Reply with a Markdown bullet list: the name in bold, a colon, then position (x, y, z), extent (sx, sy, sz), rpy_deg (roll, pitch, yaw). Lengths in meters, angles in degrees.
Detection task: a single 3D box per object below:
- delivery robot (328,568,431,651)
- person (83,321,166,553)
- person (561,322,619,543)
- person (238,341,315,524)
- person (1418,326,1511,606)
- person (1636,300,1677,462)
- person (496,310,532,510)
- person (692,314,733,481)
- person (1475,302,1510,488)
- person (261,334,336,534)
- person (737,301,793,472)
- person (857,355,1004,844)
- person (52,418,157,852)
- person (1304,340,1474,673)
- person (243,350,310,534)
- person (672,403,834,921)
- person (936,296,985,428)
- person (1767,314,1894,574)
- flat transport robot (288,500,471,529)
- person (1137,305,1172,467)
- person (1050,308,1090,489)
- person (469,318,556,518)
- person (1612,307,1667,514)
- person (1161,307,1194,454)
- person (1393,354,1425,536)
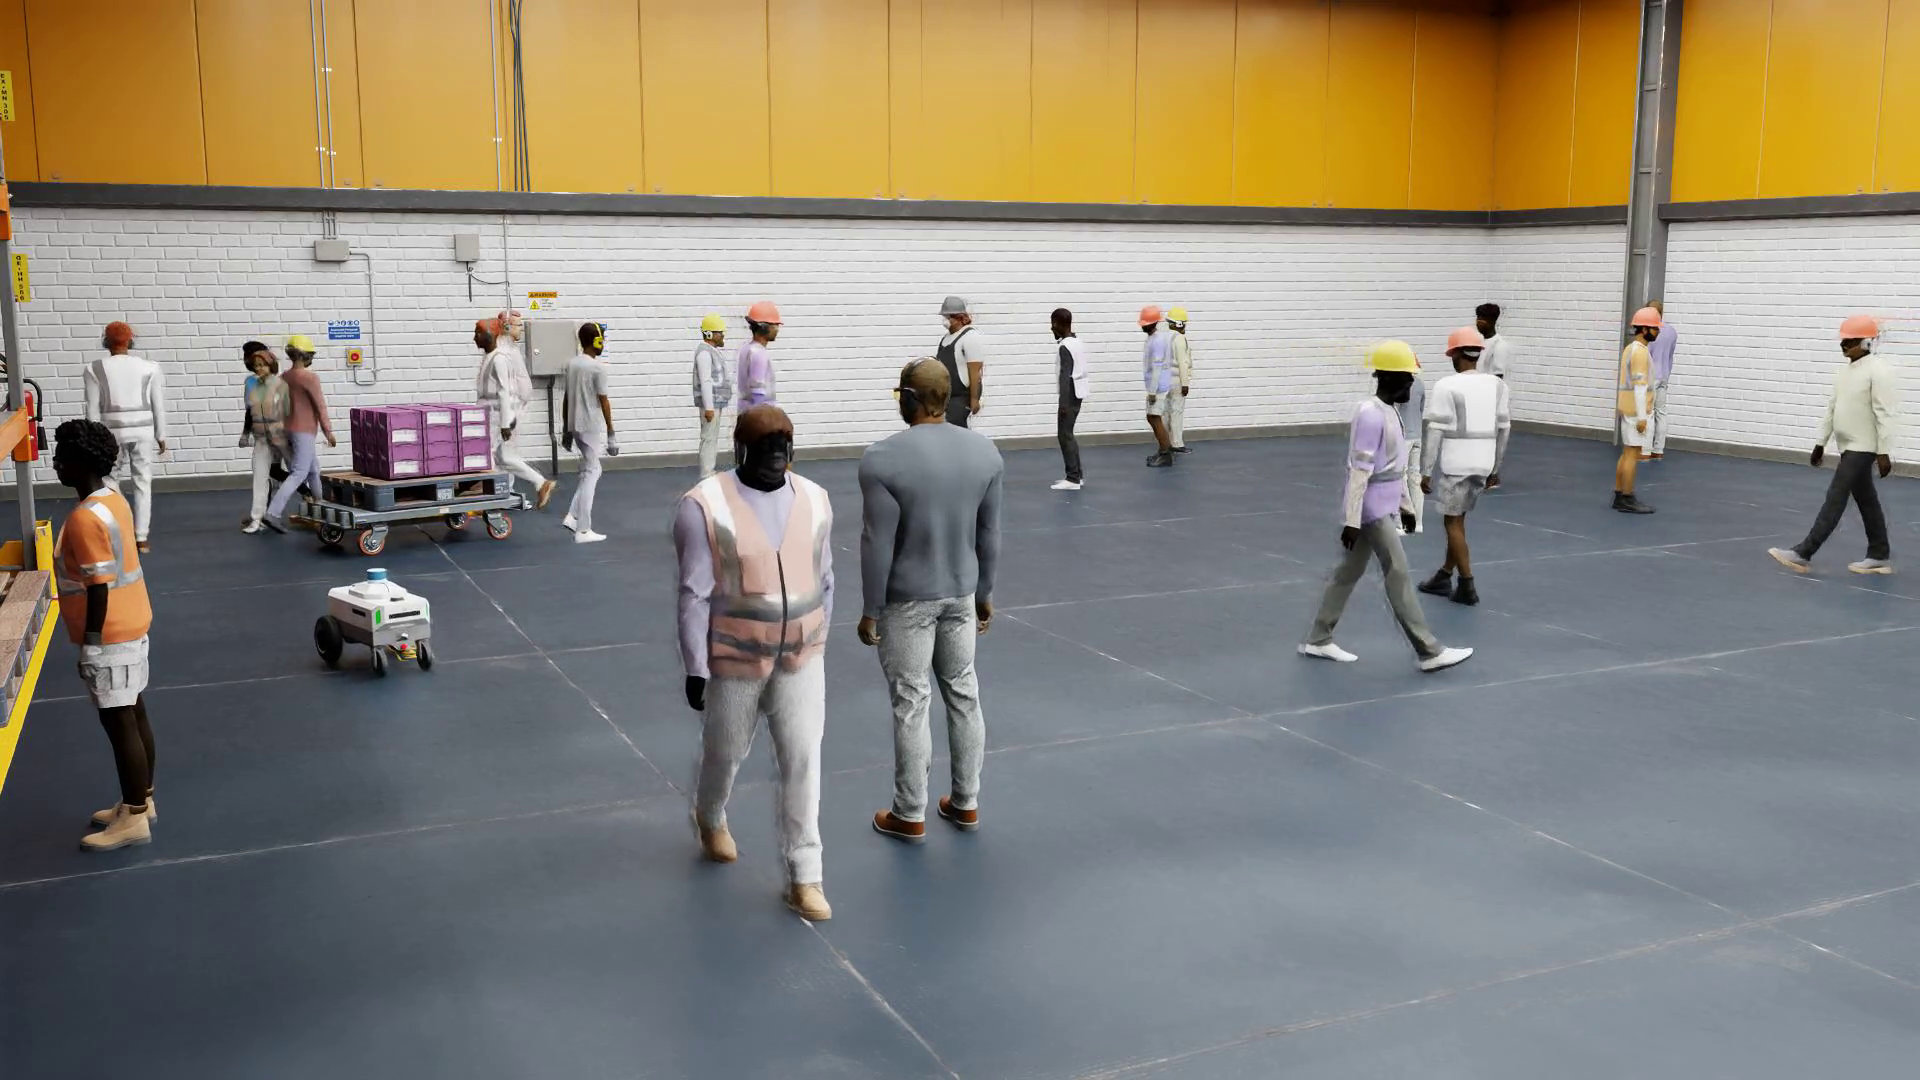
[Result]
- **delivery robot**: position (-3.345, 0.407, 9.567), extent (0.477, 0.478, 0.707), rpy_deg (-8, 12, -42)
- **person**: position (-6.730, -0.824, 13.440), extent (0.592, 1.871, 0.458), rpy_deg (-6, 11, -32)
- **person**: position (-3.112, -0.893, 13.926), extent (0.547, 1.846, 0.433), rpy_deg (9, 13, 43)
- **person**: position (-6.071, -0.951, 14.864), extent (0.785, 1.662, 0.550), rpy_deg (0, 9, -2)
- **person**: position (3.436, -0.513, 11.435), extent (0.585, 1.902, 0.629), rpy_deg (-3, 10, -19)
- **person**: position (8.245, -1.889, 19.840), extent (0.627, 1.934, 0.372), rpy_deg (-6, 11, -31)
- **person**: position (-4.292, -1.241, 15.908), extent (0.403, 1.904, 0.652), rpy_deg (-3, 10, -16)
- **person**: position (-2.559, -1.419, 17.230), extent (0.403, 1.830, 0.599), rpy_deg (0, 9, -2)
- **person**: position (5.447, -1.492, 17.314), extent (0.460, 1.949, 0.648), rpy_deg (-1, 9, -9)
- **person**: position (-5.810, -0.936, 14.570), extent (0.537, 1.719, 0.877), rpy_deg (7, 11, 36)
- **person**: position (-1.625, -0.977, 13.924), extent (0.641, 2.022, 0.624), rpy_deg (-3, 10, -20)
- **person**: position (-0.125, 0.237, 6.628), extent (0.636, 1.938, 0.362), rpy_deg (-6, 11, -31)
- **person**: position (-3.367, 0.369, 6.557), extent (0.321, 1.697, 0.535), rpy_deg (-3, 10, -16)
- **person**: position (2.435, -0.187, 9.448), extent (0.984, 1.873, 0.635), rpy_deg (3, 10, 20)
- **person**: position (-6.024, -0.892, 14.706), extent (0.537, 1.591, 0.890), rpy_deg (2, 9, 12)
- **person**: position (-0.748, 0.396, 6.072), extent (0.626, 1.814, 0.911), rpy_deg (-5, 10, -27)
- **person**: position (-0.116, -1.530, 17.277), extent (0.679, 2.000, 0.699), rpy_deg (-4, 10, -23)
- **person**: position (6.567, -0.701, 12.413), extent (0.993, 1.943, 0.656), rpy_deg (1, 9, 3)
- **flat transport robot**: position (-5.235, -0.285, 15.024), extent (1.431, 0.197, 0.652), rpy_deg (-8, 12, -41)
- **person**: position (2.255, -1.781, 19.299), extent (0.500, 1.889, 0.602), rpy_deg (0, 9, -2)
- **person**: position (1.144, -1.475, 17.410), extent (0.409, 1.893, 0.622), rpy_deg (2, 9, 13)
- **person**: position (-4.212, -1.129, 15.404), extent (0.832, 1.859, 0.573), rpy_deg (-4, 10, -22)
- **person**: position (6.404, -1.218, 15.668), extent (0.377, 1.933, 0.551), rpy_deg (2, 9, 13)
- **person**: position (2.699, -1.985, 20.741), extent (0.404, 1.834, 0.589), rpy_deg (-3, 10, -20)
- **person**: position (3.828, -0.851, 14.361), extent (0.497, 1.626, 0.288), rpy_deg (-9, 13, -43)
